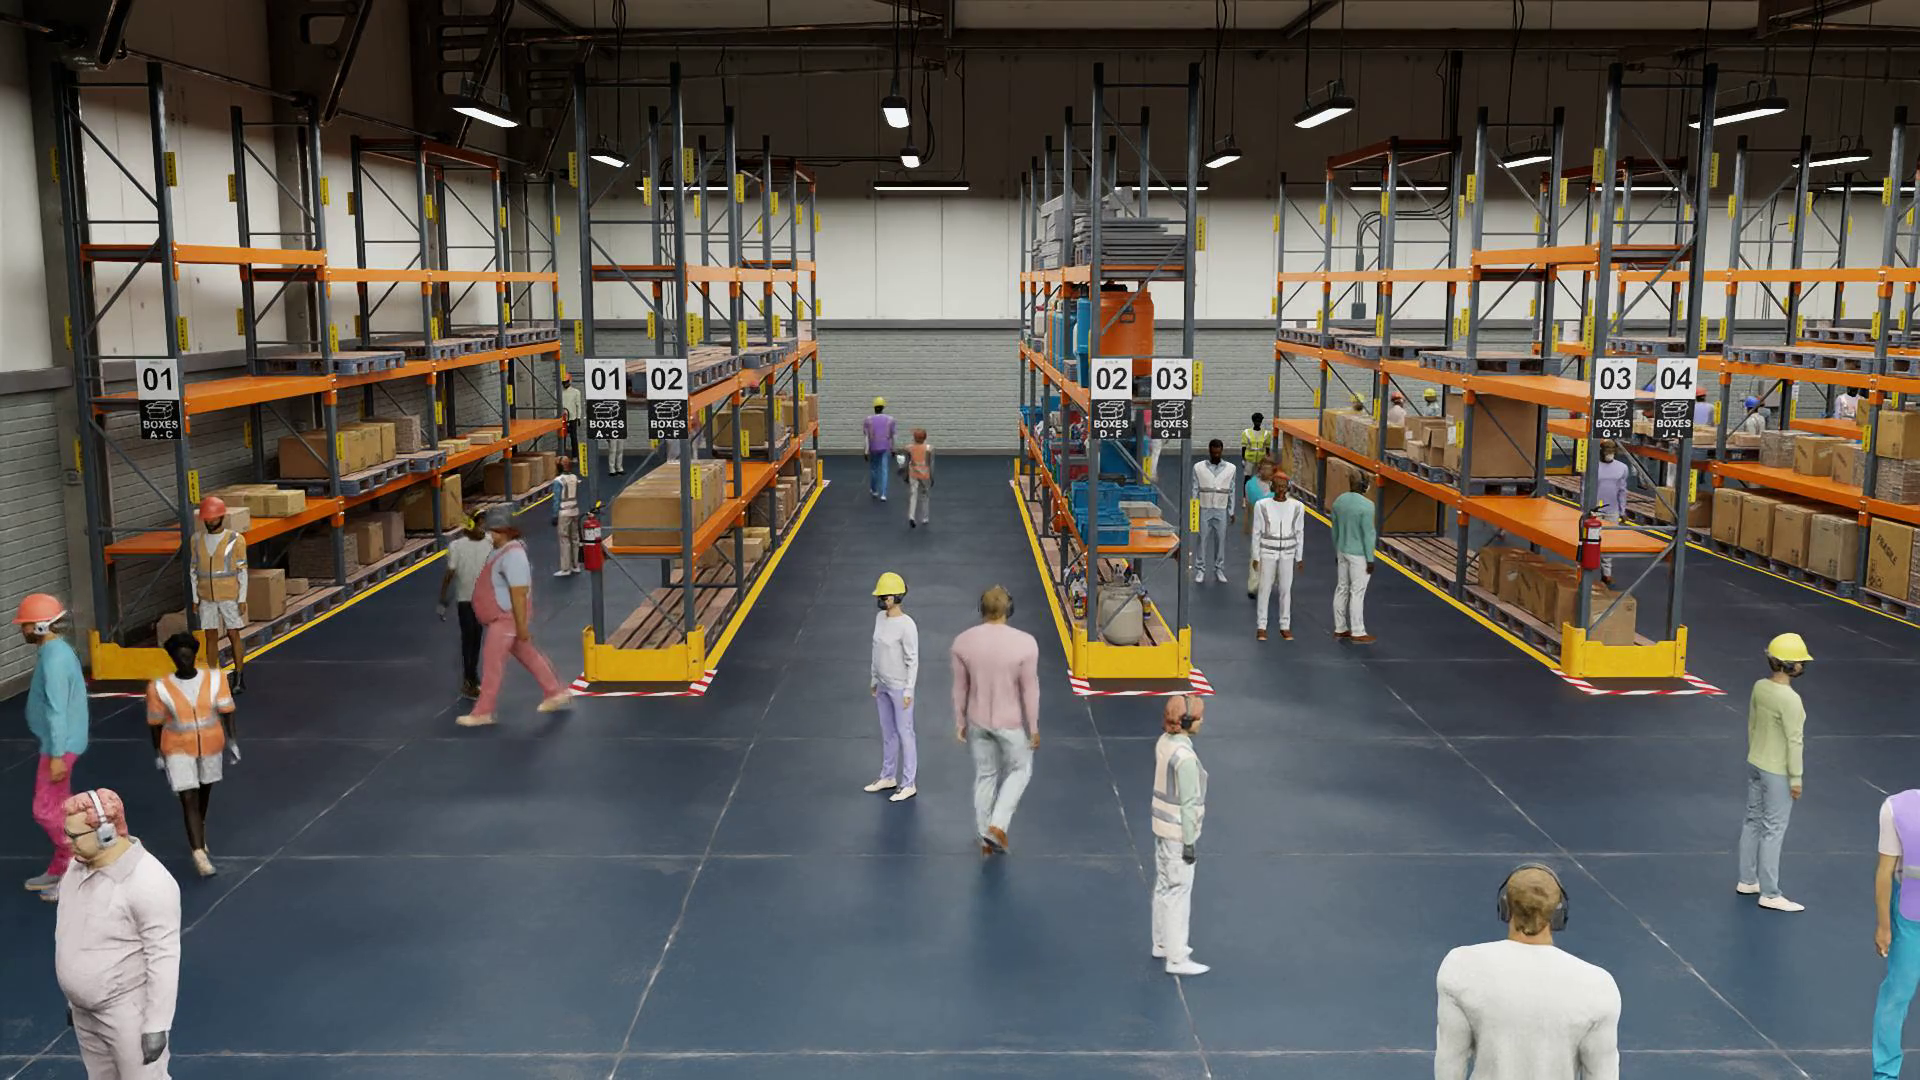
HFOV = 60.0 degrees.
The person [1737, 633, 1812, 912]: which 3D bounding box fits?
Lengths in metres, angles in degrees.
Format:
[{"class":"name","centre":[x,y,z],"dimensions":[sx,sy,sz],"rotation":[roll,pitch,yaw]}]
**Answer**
[{"class":"person","centre":[5.211,1.463,10.609],"dimensions":[0.320,1.769,0.523],"rotation":[0,9,-1]}]

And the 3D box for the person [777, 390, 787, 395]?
[{"class":"person","centre":[-3.866,-2.473,36.370],"dimensions":[0.311,1.633,0.519],"rotation":[1,9,7]}]

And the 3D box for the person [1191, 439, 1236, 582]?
[{"class":"person","centre":[3.361,-0.394,22.070],"dimensions":[0.590,1.920,0.392],"rotation":[0,9,0]}]

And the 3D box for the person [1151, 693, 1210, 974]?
[{"class":"person","centre":[1.264,1.687,9.608],"dimensions":[0.327,1.631,0.515],"rotation":[-1,9,-9]}]

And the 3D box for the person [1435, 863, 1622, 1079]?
[{"class":"person","centre":[2.016,2.103,5.964],"dimensions":[0.627,1.935,0.373],"rotation":[4,10,24]}]

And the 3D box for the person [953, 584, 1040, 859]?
[{"class":"person","centre":[0.249,1.257,11.426],"dimensions":[0.643,1.925,0.465],"rotation":[4,10,25]}]

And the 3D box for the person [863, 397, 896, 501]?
[{"class":"person","centre":[-1.478,-1.669,30.433],"dimensions":[0.596,1.869,1.028],"rotation":[-1,9,-6]}]

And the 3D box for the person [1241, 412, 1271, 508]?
[{"class":"person","centre":[5.197,-1.399,29.242],"dimensions":[0.532,1.698,0.319],"rotation":[0,9,0]}]

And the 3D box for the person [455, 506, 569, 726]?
[{"class":"person","centre":[-4.056,0.631,15.087],"dimensions":[1.009,2.000,0.691],"rotation":[-3,9,-19]}]

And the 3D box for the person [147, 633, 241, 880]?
[{"class":"person","centre":[-5.186,1.427,11.271],"dimensions":[0.531,1.627,0.909],"rotation":[-7,11,-39]}]

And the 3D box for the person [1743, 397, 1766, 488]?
[{"class":"person","centre":[14.048,-1.562,29.506],"dimensions":[0.402,1.943,0.605],"rotation":[8,12,43]}]

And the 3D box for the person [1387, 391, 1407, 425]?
[{"class":"person","centre":[8.089,-1.768,30.837],"dimensions":[0.480,1.943,0.778],"rotation":[-3,9,-19]}]

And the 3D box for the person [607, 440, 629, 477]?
[{"class":"person","centre":[-7.034,-2.188,33.945],"dimensions":[0.403,1.816,0.605],"rotation":[3,9,21]}]

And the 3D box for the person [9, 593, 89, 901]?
[{"class":"person","centre":[-5.892,1.327,10.790],"dimensions":[0.447,1.984,0.665],"rotation":[-4,10,-26]}]

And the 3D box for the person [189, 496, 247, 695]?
[{"class":"person","centre":[-7.144,0.536,16.024],"dimensions":[0.542,1.938,0.358],"rotation":[0,9,0]}]

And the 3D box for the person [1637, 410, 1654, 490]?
[{"class":"person","centre":[13.185,-1.785,31.927],"dimensions":[0.283,1.633,0.501],"rotation":[4,10,25]}]

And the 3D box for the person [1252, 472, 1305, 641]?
[{"class":"person","centre":[3.527,0.185,18.461],"dimensions":[0.573,1.883,0.356],"rotation":[0,9,0]}]

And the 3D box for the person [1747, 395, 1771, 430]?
[{"class":"person","centre":[16.604,-2.199,34.625],"dimensions":[0.501,1.629,0.288],"rotation":[0,9,2]}]

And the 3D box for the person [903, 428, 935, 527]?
[{"class":"person","centre":[-0.676,-1.023,27.129],"dimensions":[0.524,1.610,0.801],"rotation":[1,9,8]}]

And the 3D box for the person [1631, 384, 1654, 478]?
[{"class":"person","centre":[13.757,-2.186,33.608],"dimensions":[0.643,1.912,0.698],"rotation":[3,9,19]}]

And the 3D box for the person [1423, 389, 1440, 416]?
[{"class":"person","centre":[9.891,-2.326,35.080],"dimensions":[0.312,1.737,0.483],"rotation":[-4,10,-22]}]

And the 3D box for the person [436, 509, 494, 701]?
[{"class":"person","centre":[-4.658,0.616,15.916],"dimensions":[0.601,1.811,0.899],"rotation":[-6,11,-34]}]

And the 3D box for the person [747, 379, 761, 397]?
[{"class":"person","centre":[-4.359,-2.484,35.496],"dimensions":[0.412,1.923,0.541],"rotation":[2,9,14]}]

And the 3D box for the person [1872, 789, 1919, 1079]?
[{"class":"person","centre":[4.665,1.834,7.981],"dimensions":[0.564,1.842,0.390],"rotation":[0,9,0]}]

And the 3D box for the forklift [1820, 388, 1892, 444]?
[{"class":"forklift","centre":[20.072,-3.110,36.462],"dimensions":[1.873,2.768,1.129],"rotation":[0,9,0]}]

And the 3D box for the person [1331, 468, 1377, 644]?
[{"class":"person","centre":[4.347,0.175,18.347],"dimensions":[0.377,1.940,0.628],"rotation":[-4,10,-26]}]

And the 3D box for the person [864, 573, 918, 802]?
[{"class":"person","centre":[-0.523,1.122,12.807],"dimensions":[0.317,1.769,0.522],"rotation":[-7,11,-36]}]

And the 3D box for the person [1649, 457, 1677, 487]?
[{"class":"person","centre":[12.789,-1.560,29.921],"dimensions":[0.635,1.819,0.821],"rotation":[0,9,0]}]

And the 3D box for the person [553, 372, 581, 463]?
[{"class":"person","centre":[-8.648,-2.693,36.618],"dimensions":[0.608,1.995,0.377],"rotation":[0,9,0]}]

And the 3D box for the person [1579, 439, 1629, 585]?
[{"class":"person","centre":[8.442,-0.368,21.841],"dimensions":[0.628,1.940,0.373],"rotation":[0,9,0]}]

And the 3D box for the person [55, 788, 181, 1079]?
[{"class":"person","centre":[-3.546,1.963,6.965],"dimensions":[0.636,1.903,0.404],"rotation":[5,10,30]}]

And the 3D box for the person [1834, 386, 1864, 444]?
[{"class":"person","centre":[18.988,-2.444,35.508],"dimensions":[0.623,1.844,0.429],"rotation":[0,9,0]}]

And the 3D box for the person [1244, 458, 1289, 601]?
[{"class":"person","centre":[3.834,-0.143,20.885],"dimensions":[0.566,1.779,0.981],"rotation":[3,9,16]}]

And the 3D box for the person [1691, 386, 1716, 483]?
[{"class":"person","centre":[14.673,-2.084,32.949],"dimensions":[0.622,1.917,0.540],"rotation":[2,9,14]}]

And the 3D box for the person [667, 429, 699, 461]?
[{"class":"person","centre":[-4.571,-1.211,27.332],"dimensions":[0.615,1.905,0.905],"rotation":[0,9,-3]}]

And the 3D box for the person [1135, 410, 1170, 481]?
[{"class":"person","centre":[3.853,-2.083,33.261],"dimensions":[0.698,1.823,0.547],"rotation":[2,9,15]}]

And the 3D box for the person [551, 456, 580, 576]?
[{"class":"person","centre":[-5.338,-0.327,22.549],"dimensions":[0.311,1.637,0.516],"rotation":[3,9,18]}]
